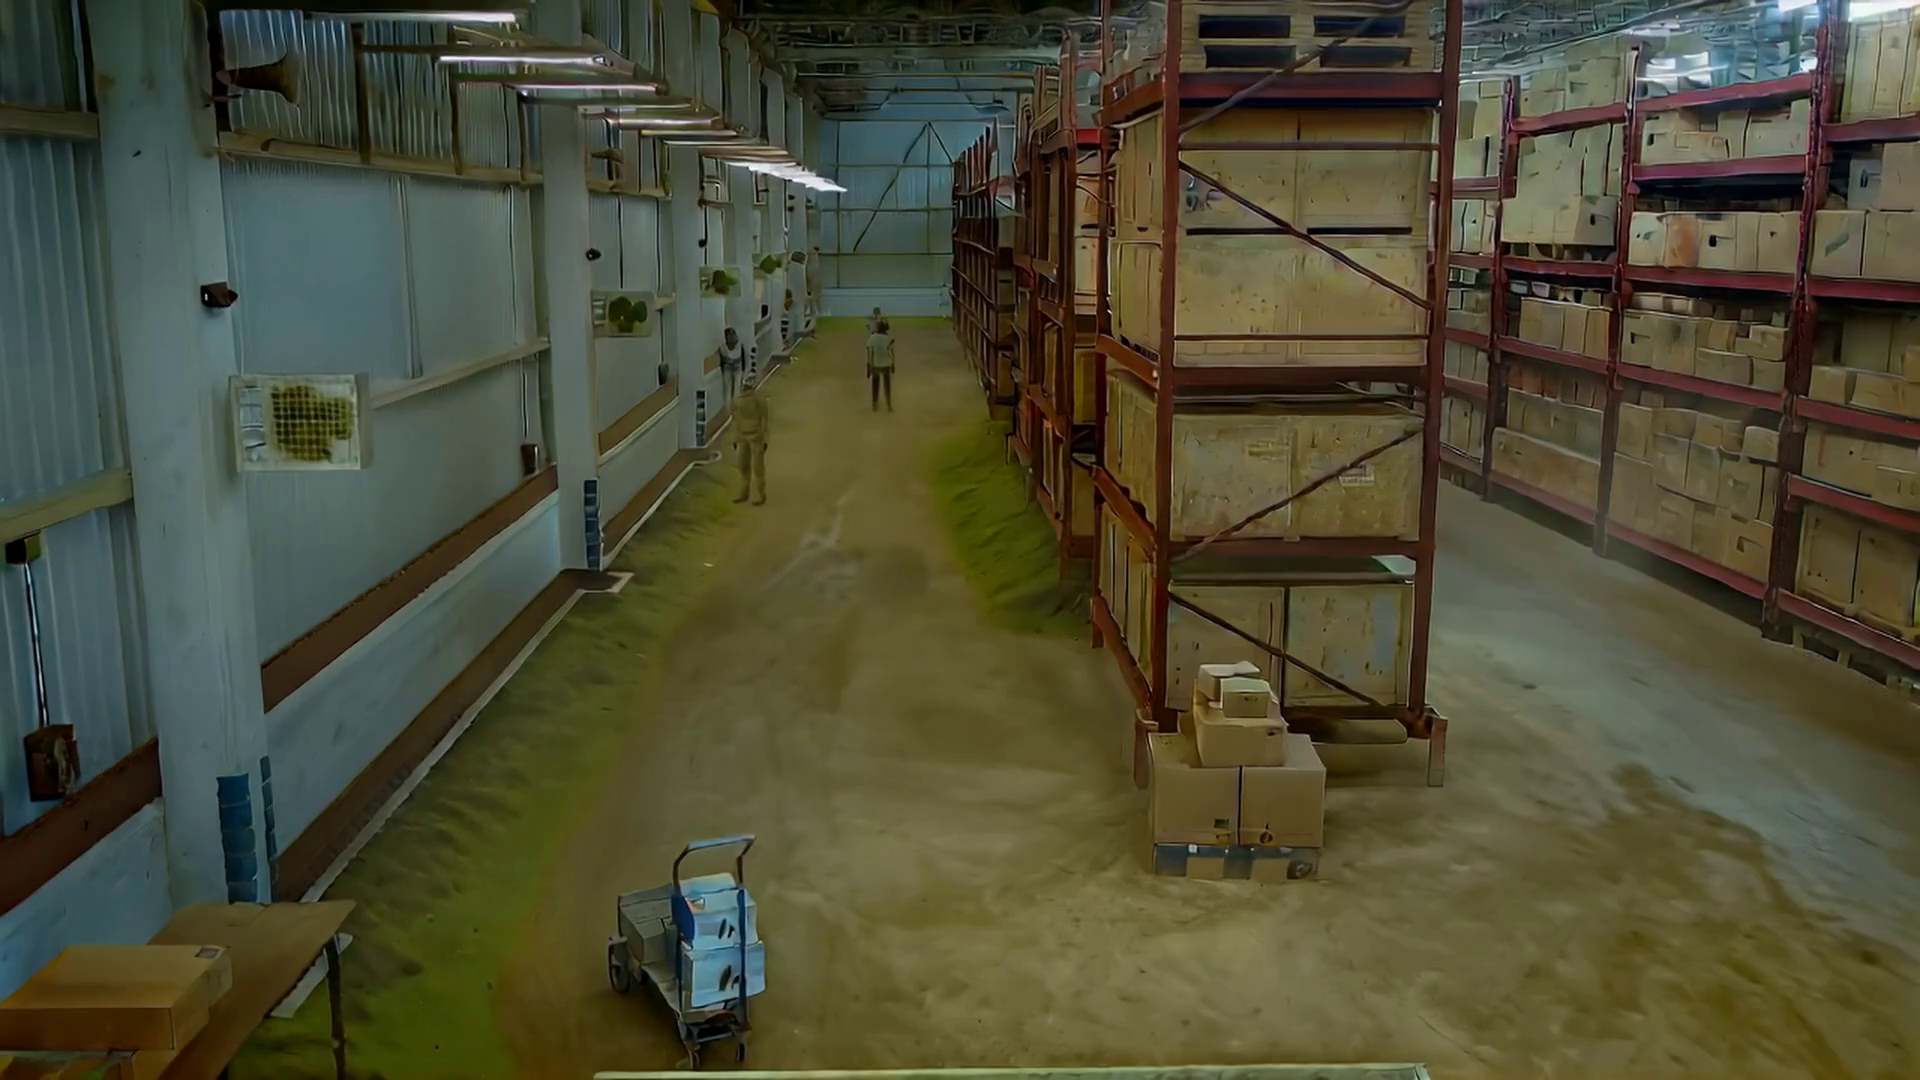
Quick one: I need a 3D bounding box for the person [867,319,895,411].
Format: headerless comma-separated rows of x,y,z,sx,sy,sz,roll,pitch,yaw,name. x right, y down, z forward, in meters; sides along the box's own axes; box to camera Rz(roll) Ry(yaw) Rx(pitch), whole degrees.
-1.687,-3.752,35.712,0.619,1.986,0.410,-3,11,-16,person

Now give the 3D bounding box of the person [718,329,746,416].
-4.756,-3.501,34.817,0.580,1.832,0.404,1,11,7,person

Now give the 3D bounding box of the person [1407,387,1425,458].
6.774,-1.440,24.431,0.534,1.697,0.318,-1,11,-3,person

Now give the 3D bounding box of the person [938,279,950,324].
-0.646,-9.453,65.968,0.568,1.750,0.342,-9,14,-39,person

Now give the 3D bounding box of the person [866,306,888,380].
-2.134,-5.085,42.860,0.596,1.907,0.408,-6,12,-28,person

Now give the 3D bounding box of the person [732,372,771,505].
-3.035,-1.463,23.990,0.642,1.913,0.408,6,13,30,person
